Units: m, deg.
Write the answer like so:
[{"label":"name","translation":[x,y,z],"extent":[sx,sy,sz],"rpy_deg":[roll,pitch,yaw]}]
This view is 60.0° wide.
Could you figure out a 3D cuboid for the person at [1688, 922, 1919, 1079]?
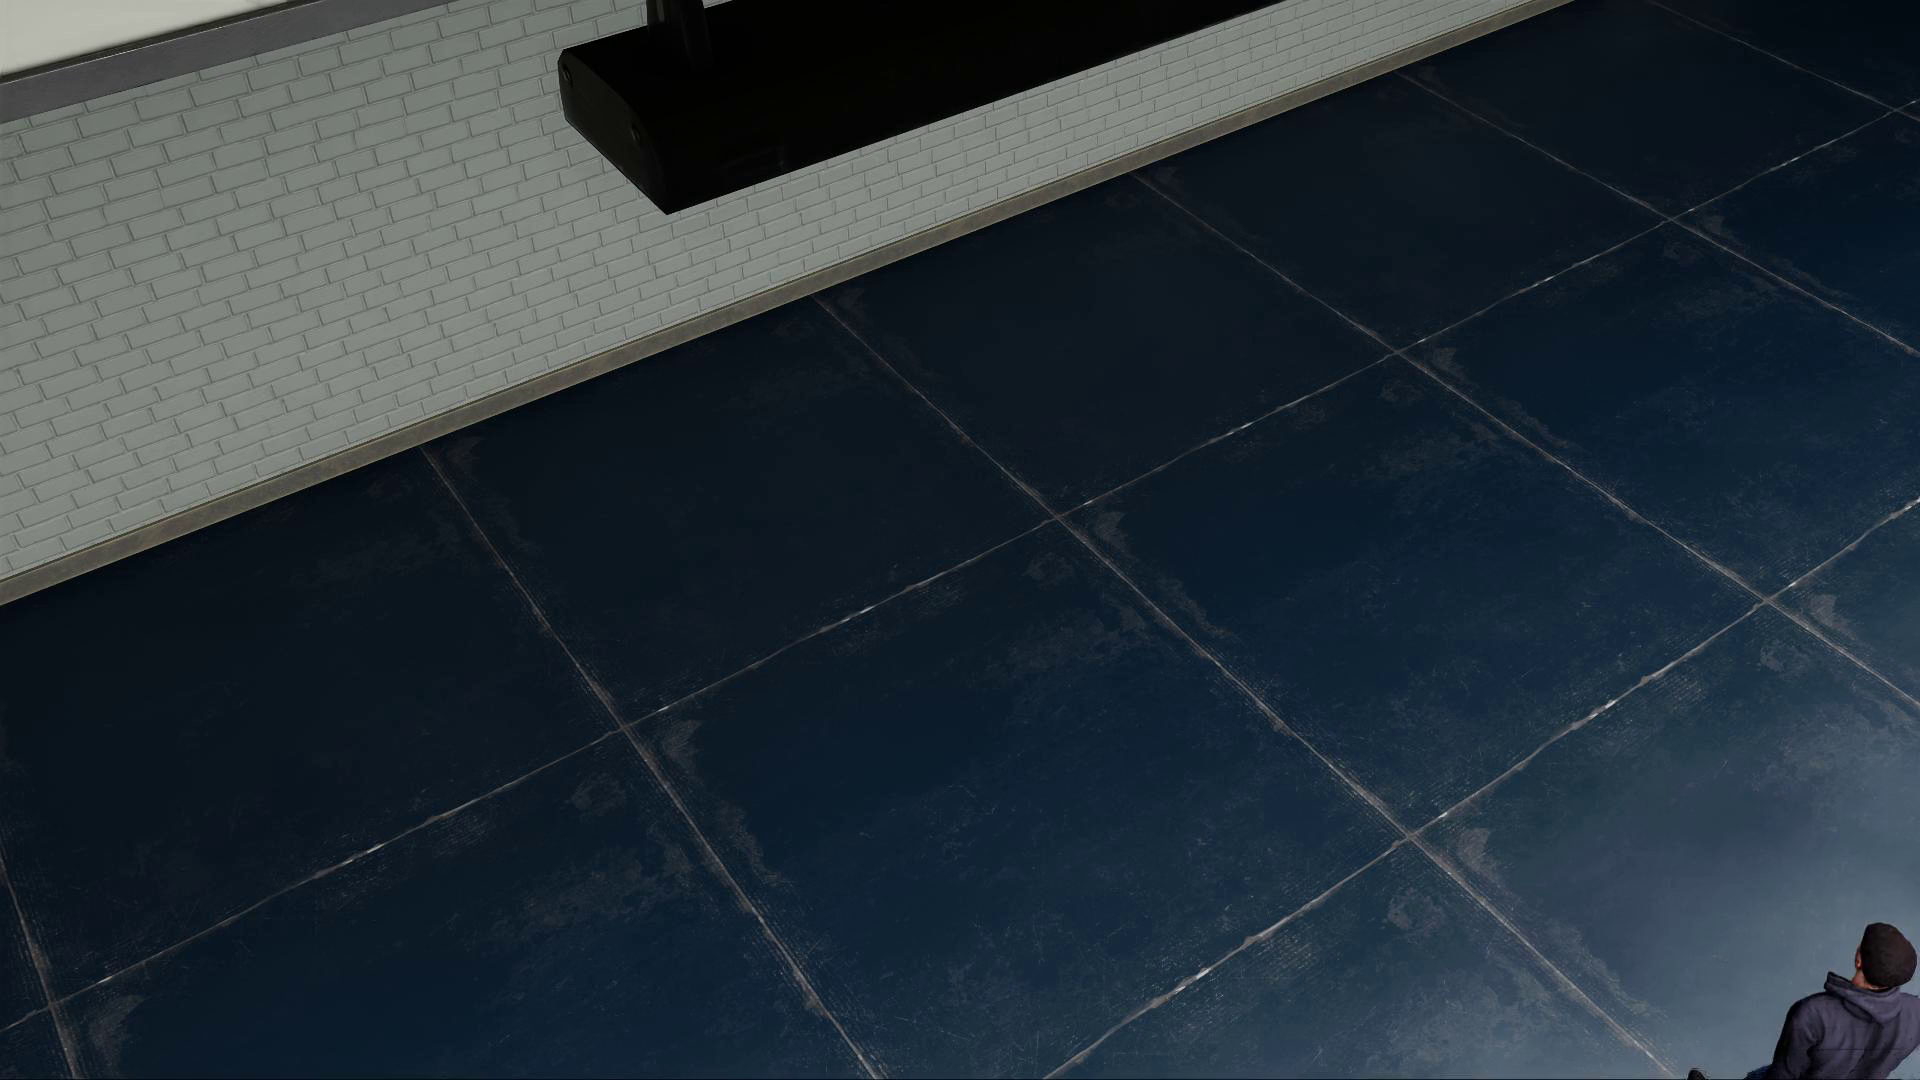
[{"label":"person","translation":[3.353,2.259,6.476],"extent":[1.162,1.837,1.307],"rpy_deg":[2,43,2]}]
